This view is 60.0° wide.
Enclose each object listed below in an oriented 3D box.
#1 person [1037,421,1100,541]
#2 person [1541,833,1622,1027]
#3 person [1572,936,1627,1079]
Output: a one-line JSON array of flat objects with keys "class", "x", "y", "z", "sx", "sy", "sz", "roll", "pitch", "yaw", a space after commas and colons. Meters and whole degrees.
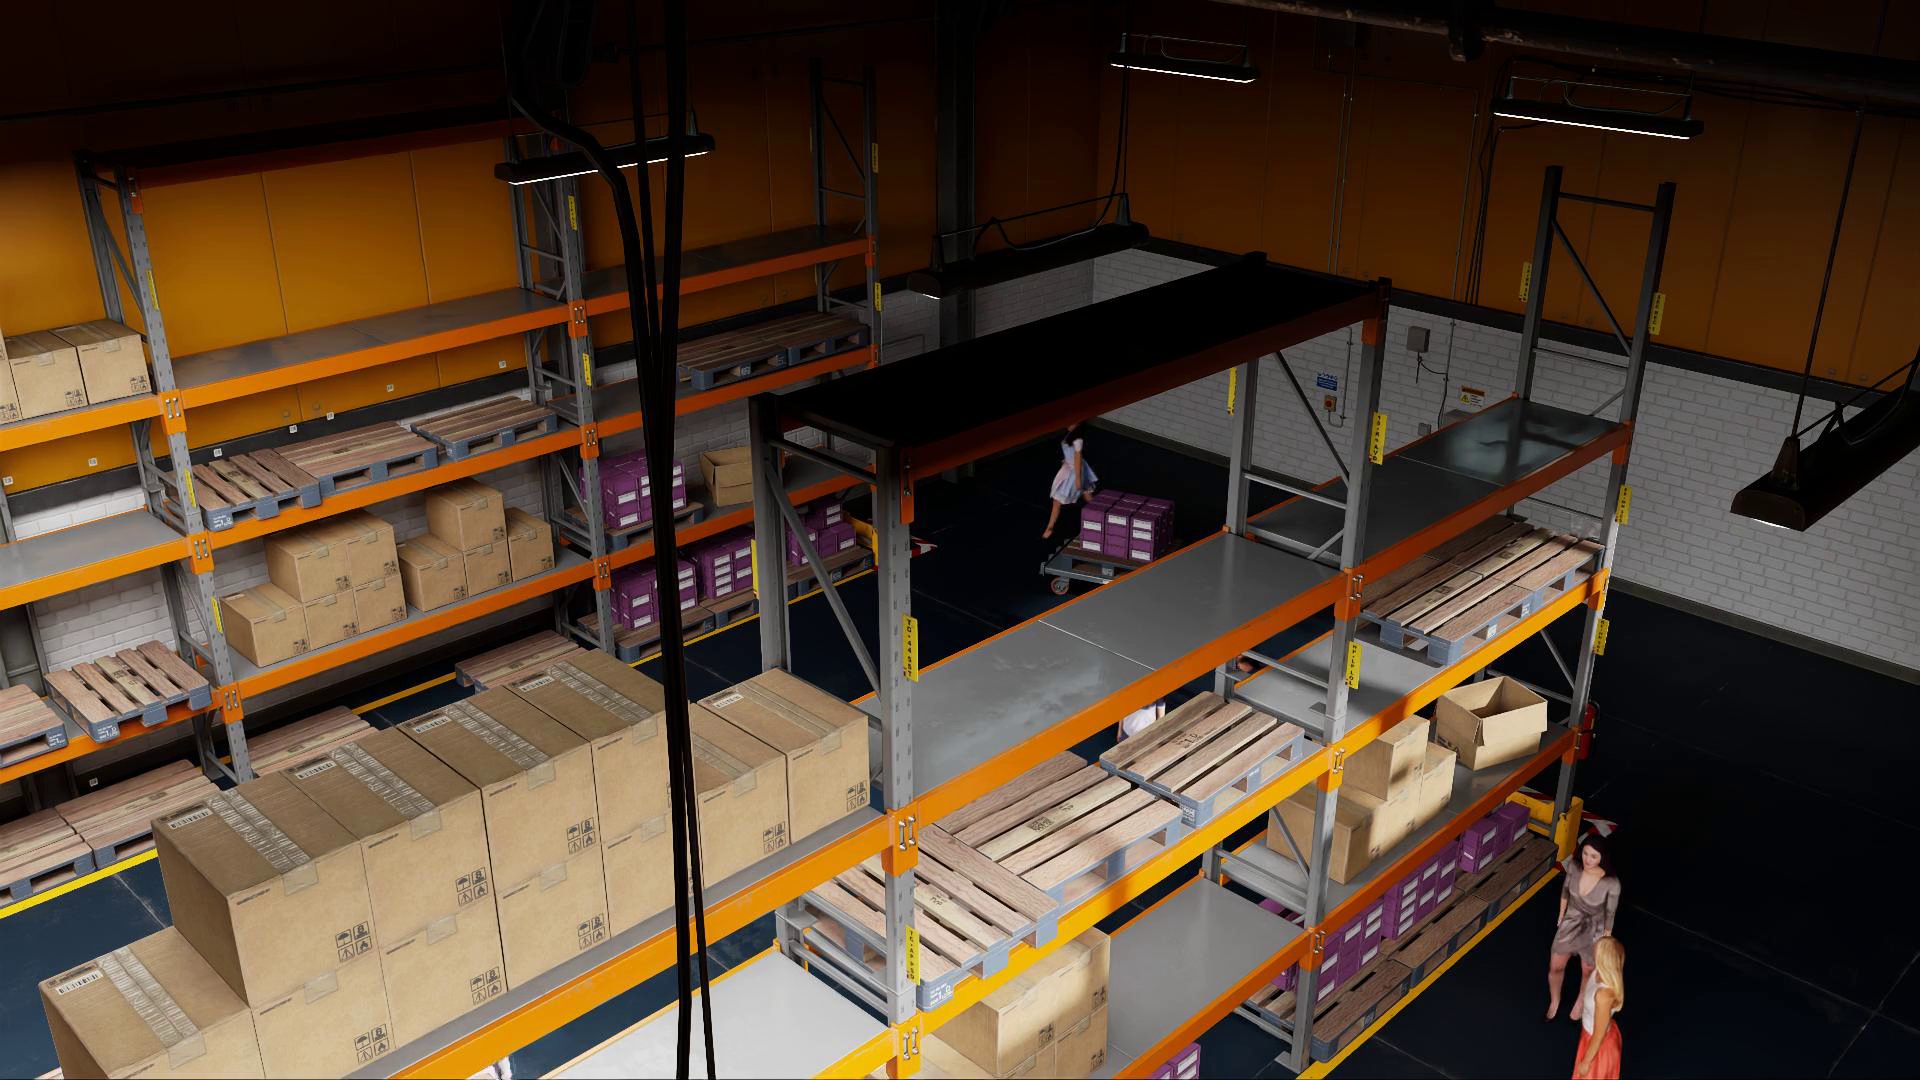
[{"class": "person", "x": 1.527, "y": -0.751, "z": 20.901, "sx": 1.217, "sy": 1.755, "sz": 1.139, "roll": 1, "pitch": 24, "yaw": 2}, {"class": "person", "x": 4.750, "y": 2.914, "z": 12.546, "sx": 0.618, "sy": 1.730, "sz": 0.620, "roll": 19, "pitch": 30, "yaw": 37}, {"class": "person", "x": 4.317, "y": 3.437, "z": 11.262, "sx": 0.764, "sy": 1.801, "sz": 0.643, "roll": 10, "pitch": 26, "yaw": 22}]
